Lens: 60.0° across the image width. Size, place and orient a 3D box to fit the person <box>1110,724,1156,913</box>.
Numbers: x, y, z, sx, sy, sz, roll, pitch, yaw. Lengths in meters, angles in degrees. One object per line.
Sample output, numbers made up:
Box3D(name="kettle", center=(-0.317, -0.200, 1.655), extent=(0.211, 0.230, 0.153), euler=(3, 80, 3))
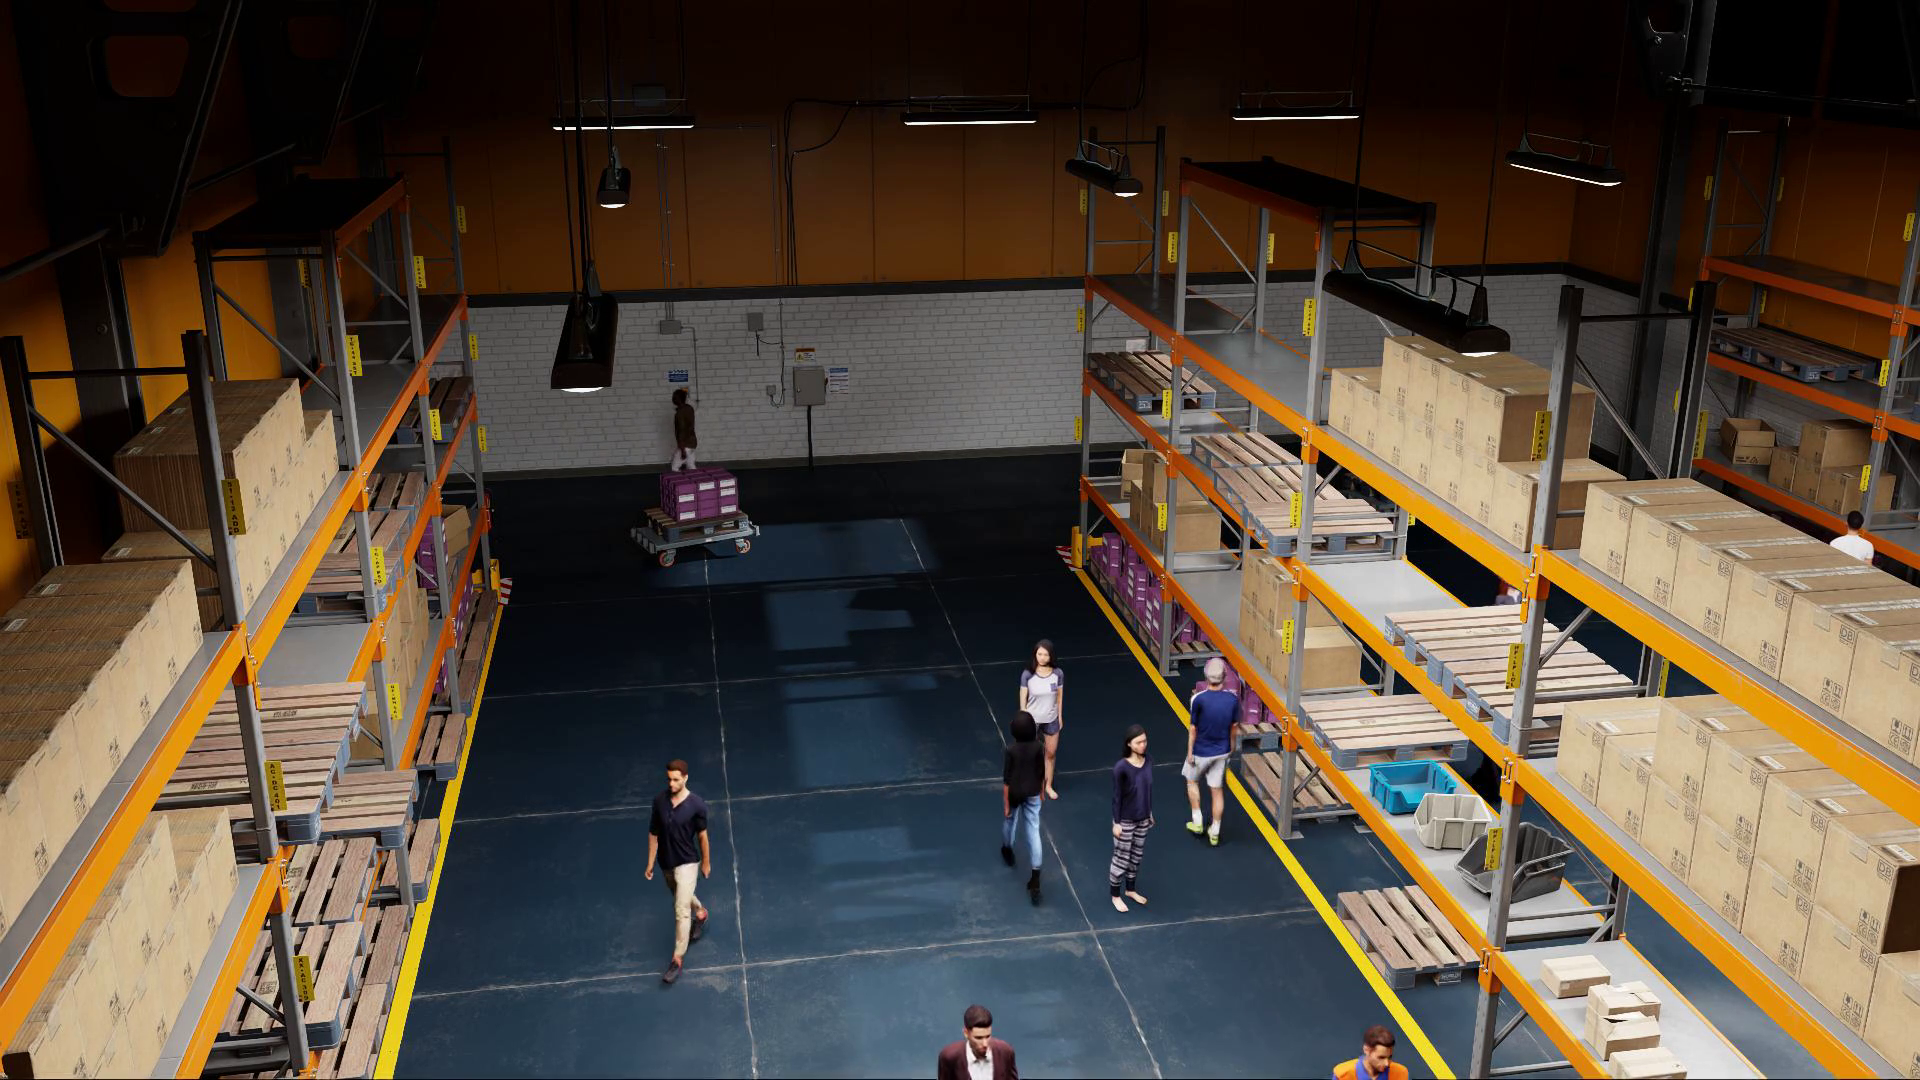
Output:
Box3D(name="person", center=(1.502, 2.405, 14.577), extent=(0.671, 1.733, 0.652), euler=(-12, 22, -32))

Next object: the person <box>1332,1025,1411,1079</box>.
Box3D(name="person", center=(2.498, 3.761, 10.379), extent=(0.670, 1.843, 0.657), euler=(-3, 19, -8))

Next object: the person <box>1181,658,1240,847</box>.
Box3D(name="person", center=(2.374, 2.018, 15.587), extent=(0.637, 1.822, 0.605), euler=(-3, 19, -9))

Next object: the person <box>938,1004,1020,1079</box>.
Box3D(name="person", center=(0.112, 3.710, 10.532), extent=(0.748, 1.842, 1.048), euler=(-5, 19, -14))

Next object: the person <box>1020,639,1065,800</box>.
Box3D(name="person", center=(0.816, 1.770, 16.505), extent=(0.586, 1.707, 0.503), euler=(-4, 19, -11))

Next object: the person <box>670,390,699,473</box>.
Box3D(name="person", center=(-4.193, -1.442, 25.891), extent=(0.974, 1.803, 0.928), euler=(3, 19, 9))

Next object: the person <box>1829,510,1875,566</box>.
Box3D(name="person", center=(10.564, 0.550, 19.878), extent=(0.732, 1.866, 0.669), euler=(2, 19, 5))

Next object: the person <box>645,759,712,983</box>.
Box3D(name="person", center=(-2.293, 2.630, 13.773), extent=(1.021, 1.821, 1.263), euler=(6, 20, 18))

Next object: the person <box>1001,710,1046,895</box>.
Box3D(name="person", center=(0.591, 2.361, 14.829), extent=(0.598, 1.657, 1.152), euler=(-4, 19, -12))
